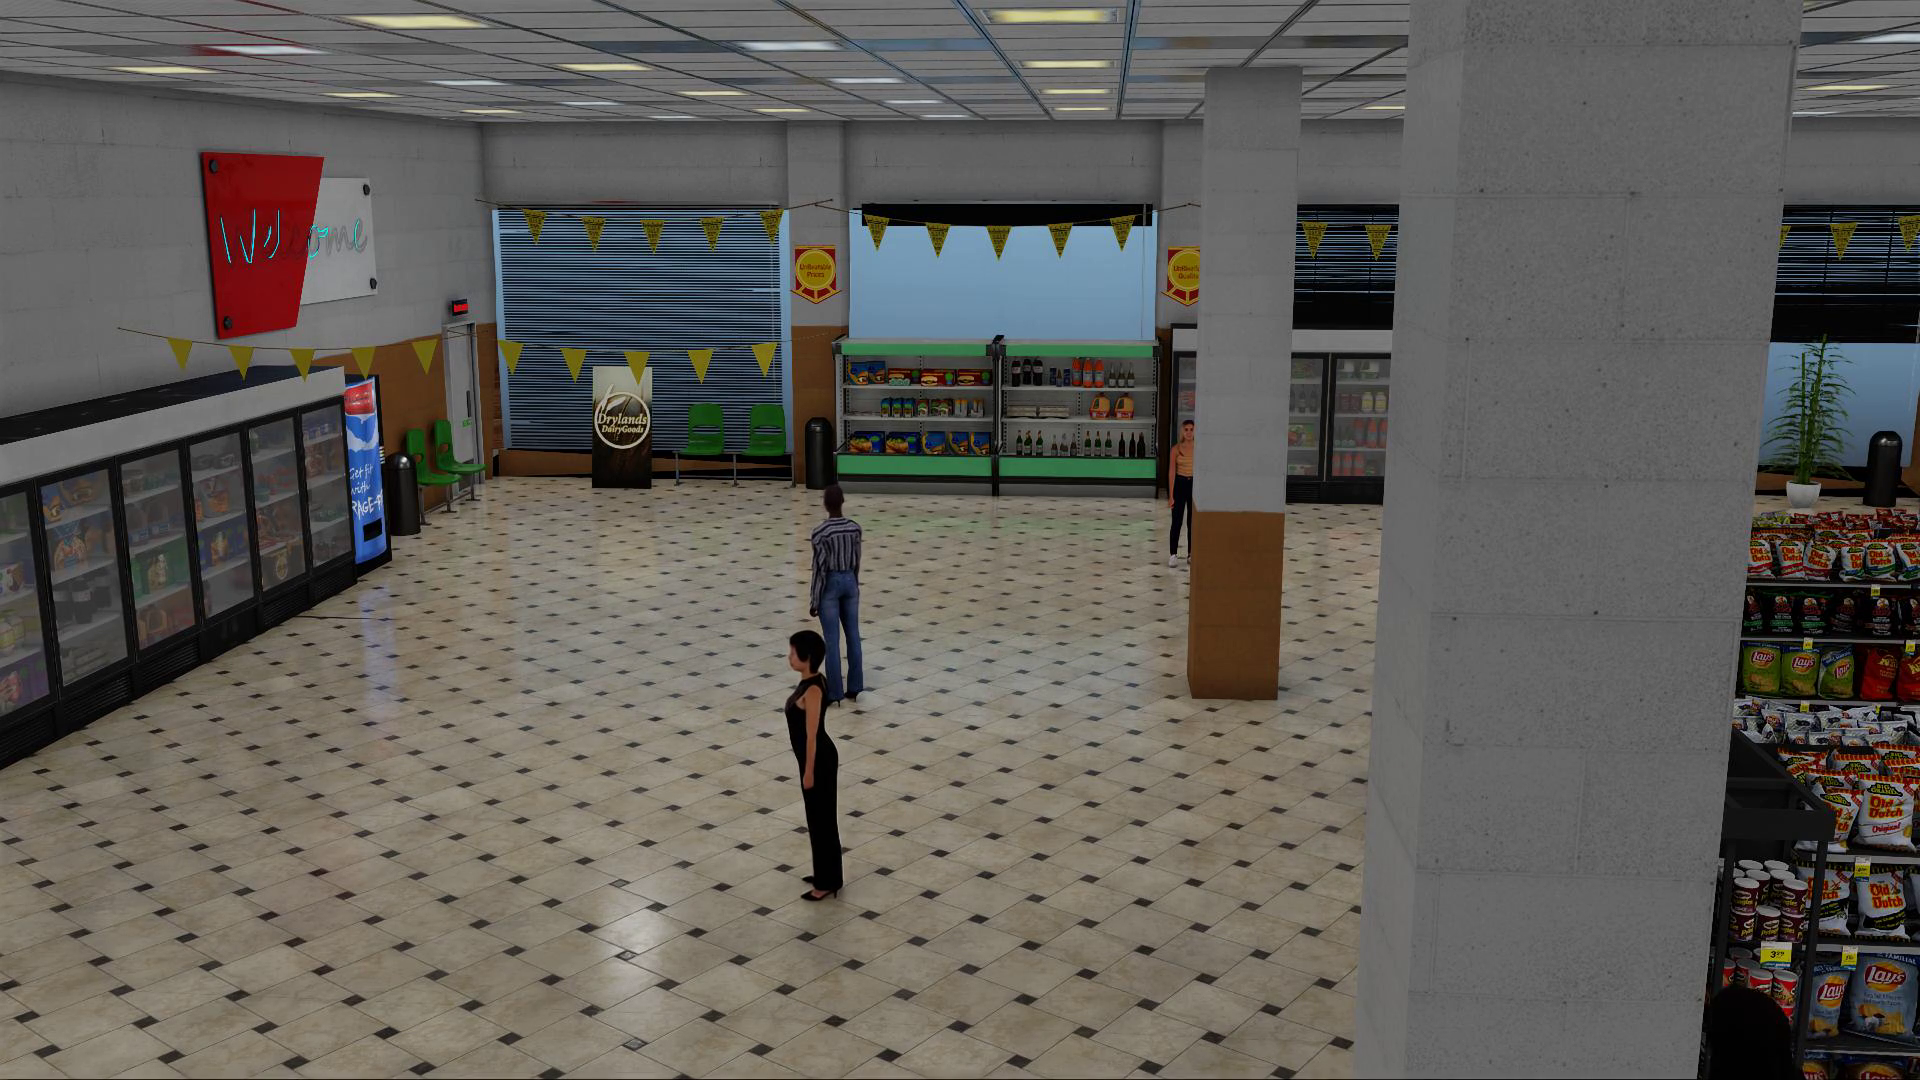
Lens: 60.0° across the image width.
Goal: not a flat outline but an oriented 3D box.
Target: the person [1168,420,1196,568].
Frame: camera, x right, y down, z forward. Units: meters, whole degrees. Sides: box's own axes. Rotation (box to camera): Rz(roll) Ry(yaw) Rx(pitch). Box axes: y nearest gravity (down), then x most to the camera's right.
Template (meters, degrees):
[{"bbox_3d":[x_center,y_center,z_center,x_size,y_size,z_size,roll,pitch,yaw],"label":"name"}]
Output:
[{"bbox_3d":[2.498,-0.518,18.295,0.484,1.627,0.657,-1,12,-4],"label":"person"}]

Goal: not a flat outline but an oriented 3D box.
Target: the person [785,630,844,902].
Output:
[{"bbox_3d":[-0.832,1.344,9.721,0.584,1.516,0.608,-1,12,-4],"label":"person"}]

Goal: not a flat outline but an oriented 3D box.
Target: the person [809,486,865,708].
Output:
[{"bbox_3d":[-0.973,0.446,13.306,0.695,1.795,0.750,-10,16,-40],"label":"person"}]
